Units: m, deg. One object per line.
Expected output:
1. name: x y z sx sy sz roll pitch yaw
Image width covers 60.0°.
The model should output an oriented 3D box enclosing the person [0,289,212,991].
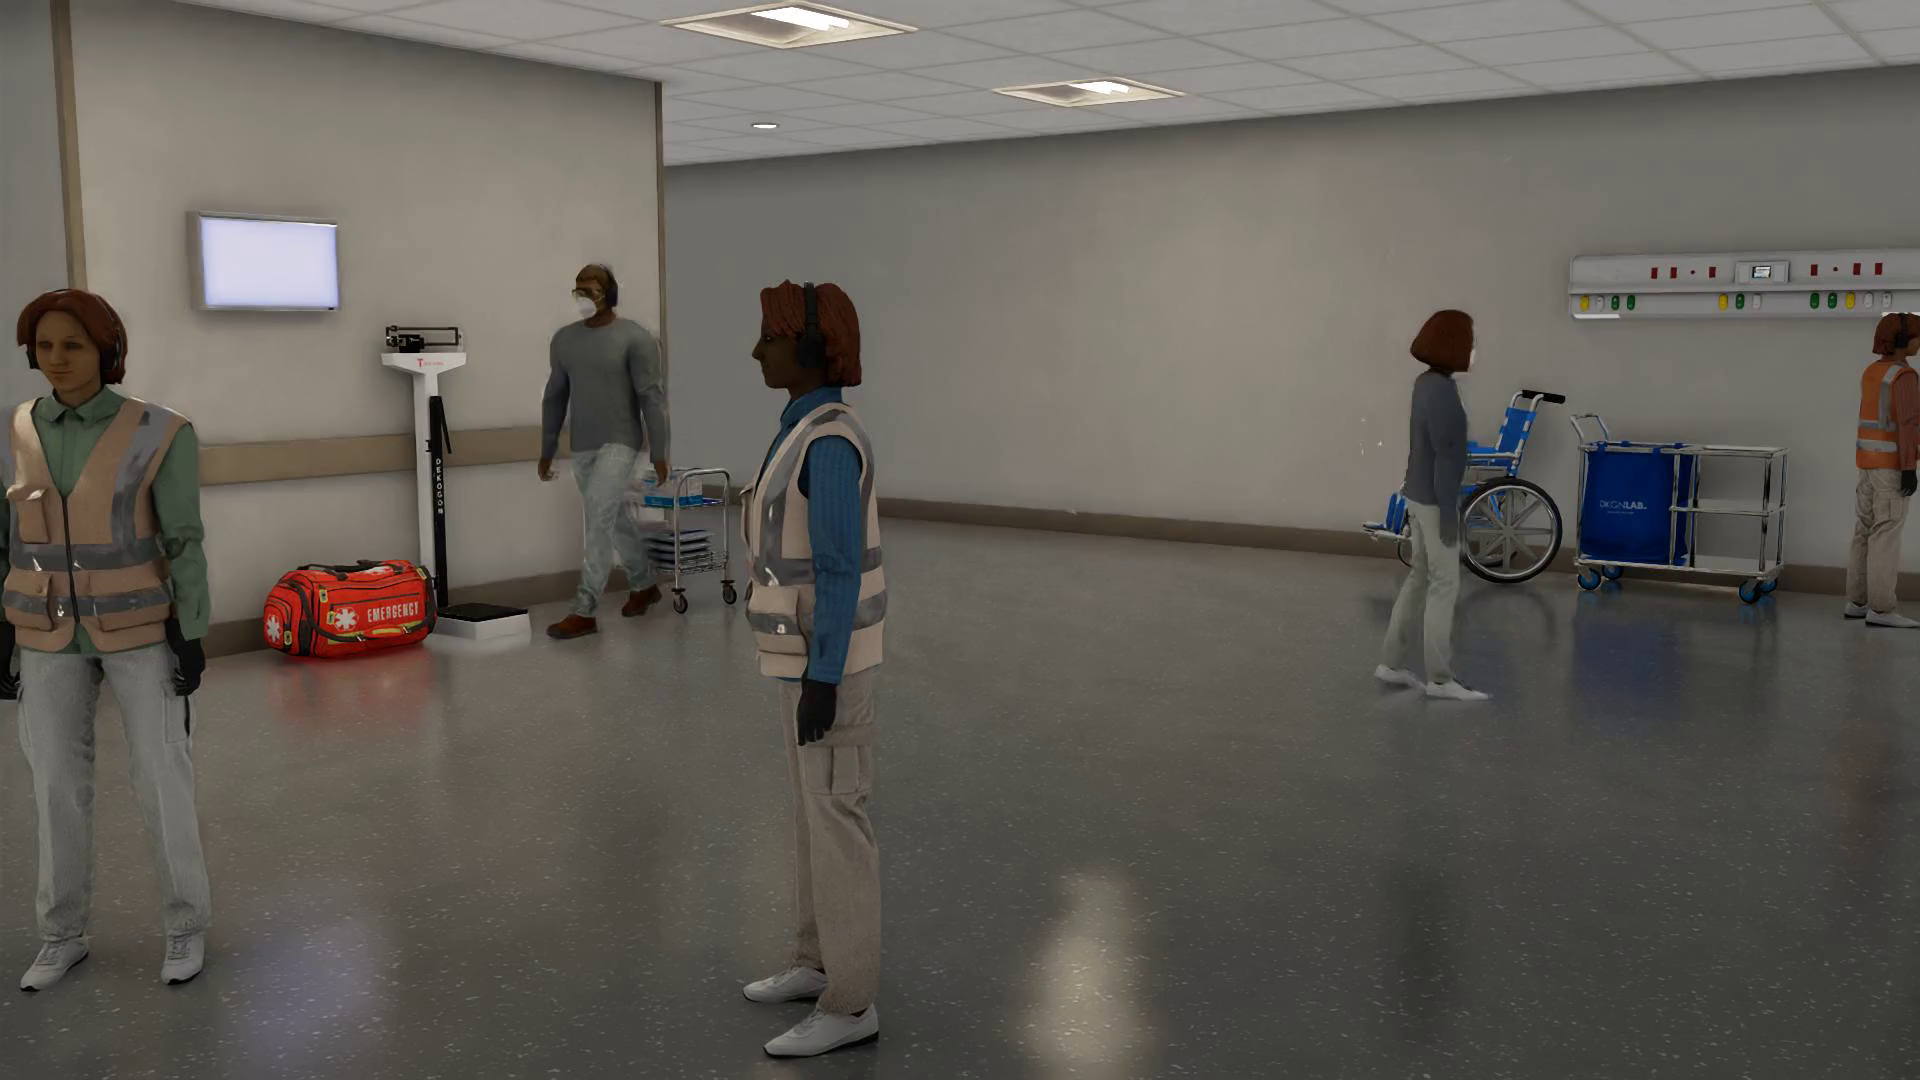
1. person: -2.009 0.239 3.881 0.514 1.630 0.318 -1 7 -6

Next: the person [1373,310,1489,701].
1. person: 1.992 -0.135 6.977 0.444 1.637 0.517 1 7 5

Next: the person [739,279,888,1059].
1. person: -0.311 0.270 3.578 0.309 1.641 0.511 -2 7 -13

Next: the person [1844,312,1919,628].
1. person: 4.856 -0.367 8.706 0.307 1.639 0.525 1 7 6

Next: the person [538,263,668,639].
1. person: -1.835 -0.482 8.643 0.657 1.897 0.991 4 8 26
